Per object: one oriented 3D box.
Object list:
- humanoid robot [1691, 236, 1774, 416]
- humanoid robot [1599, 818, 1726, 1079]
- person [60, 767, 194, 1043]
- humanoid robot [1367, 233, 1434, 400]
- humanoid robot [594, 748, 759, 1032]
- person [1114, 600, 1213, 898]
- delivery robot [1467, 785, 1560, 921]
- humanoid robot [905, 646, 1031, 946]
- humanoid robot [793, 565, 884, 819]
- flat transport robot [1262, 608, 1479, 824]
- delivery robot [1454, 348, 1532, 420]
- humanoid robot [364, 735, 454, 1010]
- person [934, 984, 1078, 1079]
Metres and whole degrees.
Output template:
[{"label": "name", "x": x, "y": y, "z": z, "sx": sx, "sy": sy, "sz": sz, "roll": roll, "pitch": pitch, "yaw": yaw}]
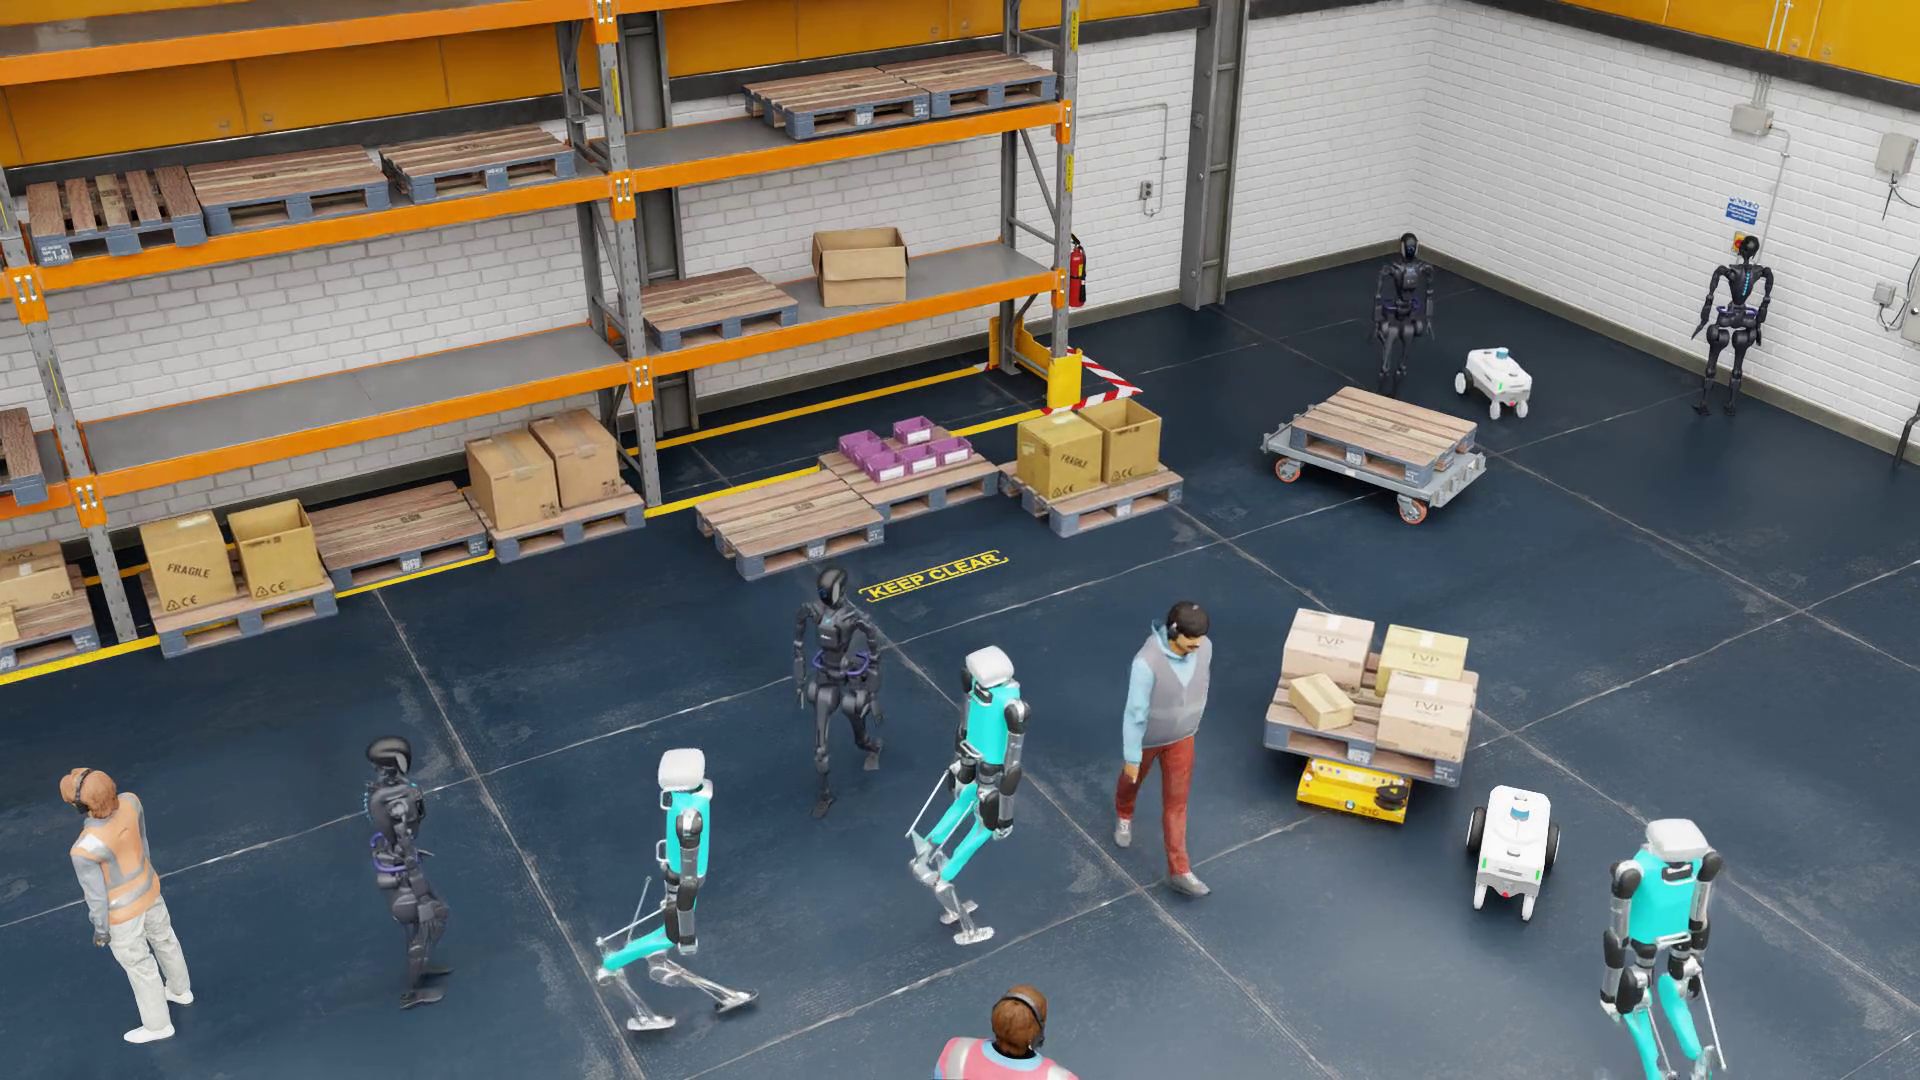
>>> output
[{"label": "humanoid robot", "x": 6.925, "y": -1.926, "z": 14.937, "sx": 0.599, "sy": 1.657, "sz": 0.315, "roll": 4, "pitch": 30, "yaw": 8}, {"label": "humanoid robot", "x": 3.286, "y": 2.175, "z": 7.666, "sx": 0.538, "sy": 1.791, "sz": 0.770, "roll": -7, "pitch": 30, "yaw": -13}, {"label": "person", "x": -4.183, "y": 1.820, "z": 8.357, "sx": 0.306, "sy": 1.640, "sz": 0.513, "roll": 2, "pitch": 30, "yaw": 4}, {"label": "humanoid robot", "x": 4.006, "y": -1.950, "z": 14.997, "sx": 0.609, "sy": 1.652, "sz": 0.420, "roll": -4, "pitch": 30, "yaw": -7}, {"label": "humanoid robot", "x": -1.503, "y": 1.820, "z": 8.268, "sx": 0.922, "sy": 1.765, "sz": 0.538, "roll": -5, "pitch": 30, "yaw": -8}, {"label": "person", "x": 1.178, "y": 1.127, "z": 9.393, "sx": 0.598, "sy": 1.815, "sz": 0.972, "roll": -11, "pitch": 31, "yaw": -19}, {"label": "delivery robot", "x": 3.189, "y": 1.759, "z": 9.590, "sx": 0.499, "sy": 0.614, "sz": 0.808, "roll": 10, "pitch": 31, "yaw": 18}, {"label": "humanoid robot", "x": -0.019, "y": 1.429, "z": 8.922, "sx": 0.712, "sy": 1.766, "sz": 0.532, "roll": -17, "pitch": 34, "yaw": -28}, {"label": "humanoid robot", "x": -0.706, "y": 0.862, "z": 10.076, "sx": 0.601, "sy": 1.652, "sz": 0.753, "roll": 10, "pitch": 31, "yaw": 18}, {"label": "flat transport robot", "x": 2.631, "y": 1.271, "z": 10.724, "sx": 0.659, "sy": 0.231, "sz": 1.431, "roll": 10, "pitch": 31, "yaw": 18}, {"label": "delivery robot", "x": 4.942, "y": -1.479, "z": 15.299, "sx": 0.499, "sy": 0.592, "sz": 0.795, "roll": -5, "pitch": 30, "yaw": -9}, {"label": "humanoid robot", "x": -2.836, "y": 1.699, "z": 8.527, "sx": 0.361, "sy": 1.646, "sz": 0.603, "roll": -12, "pitch": 32, "yaw": -21}, {"label": "person", "x": 0.212, "y": 2.564, "z": 6.855, "sx": 0.628, "sy": 1.836, "sz": 0.431, "roll": 11, "pitch": 31, "yaw": 18}]
